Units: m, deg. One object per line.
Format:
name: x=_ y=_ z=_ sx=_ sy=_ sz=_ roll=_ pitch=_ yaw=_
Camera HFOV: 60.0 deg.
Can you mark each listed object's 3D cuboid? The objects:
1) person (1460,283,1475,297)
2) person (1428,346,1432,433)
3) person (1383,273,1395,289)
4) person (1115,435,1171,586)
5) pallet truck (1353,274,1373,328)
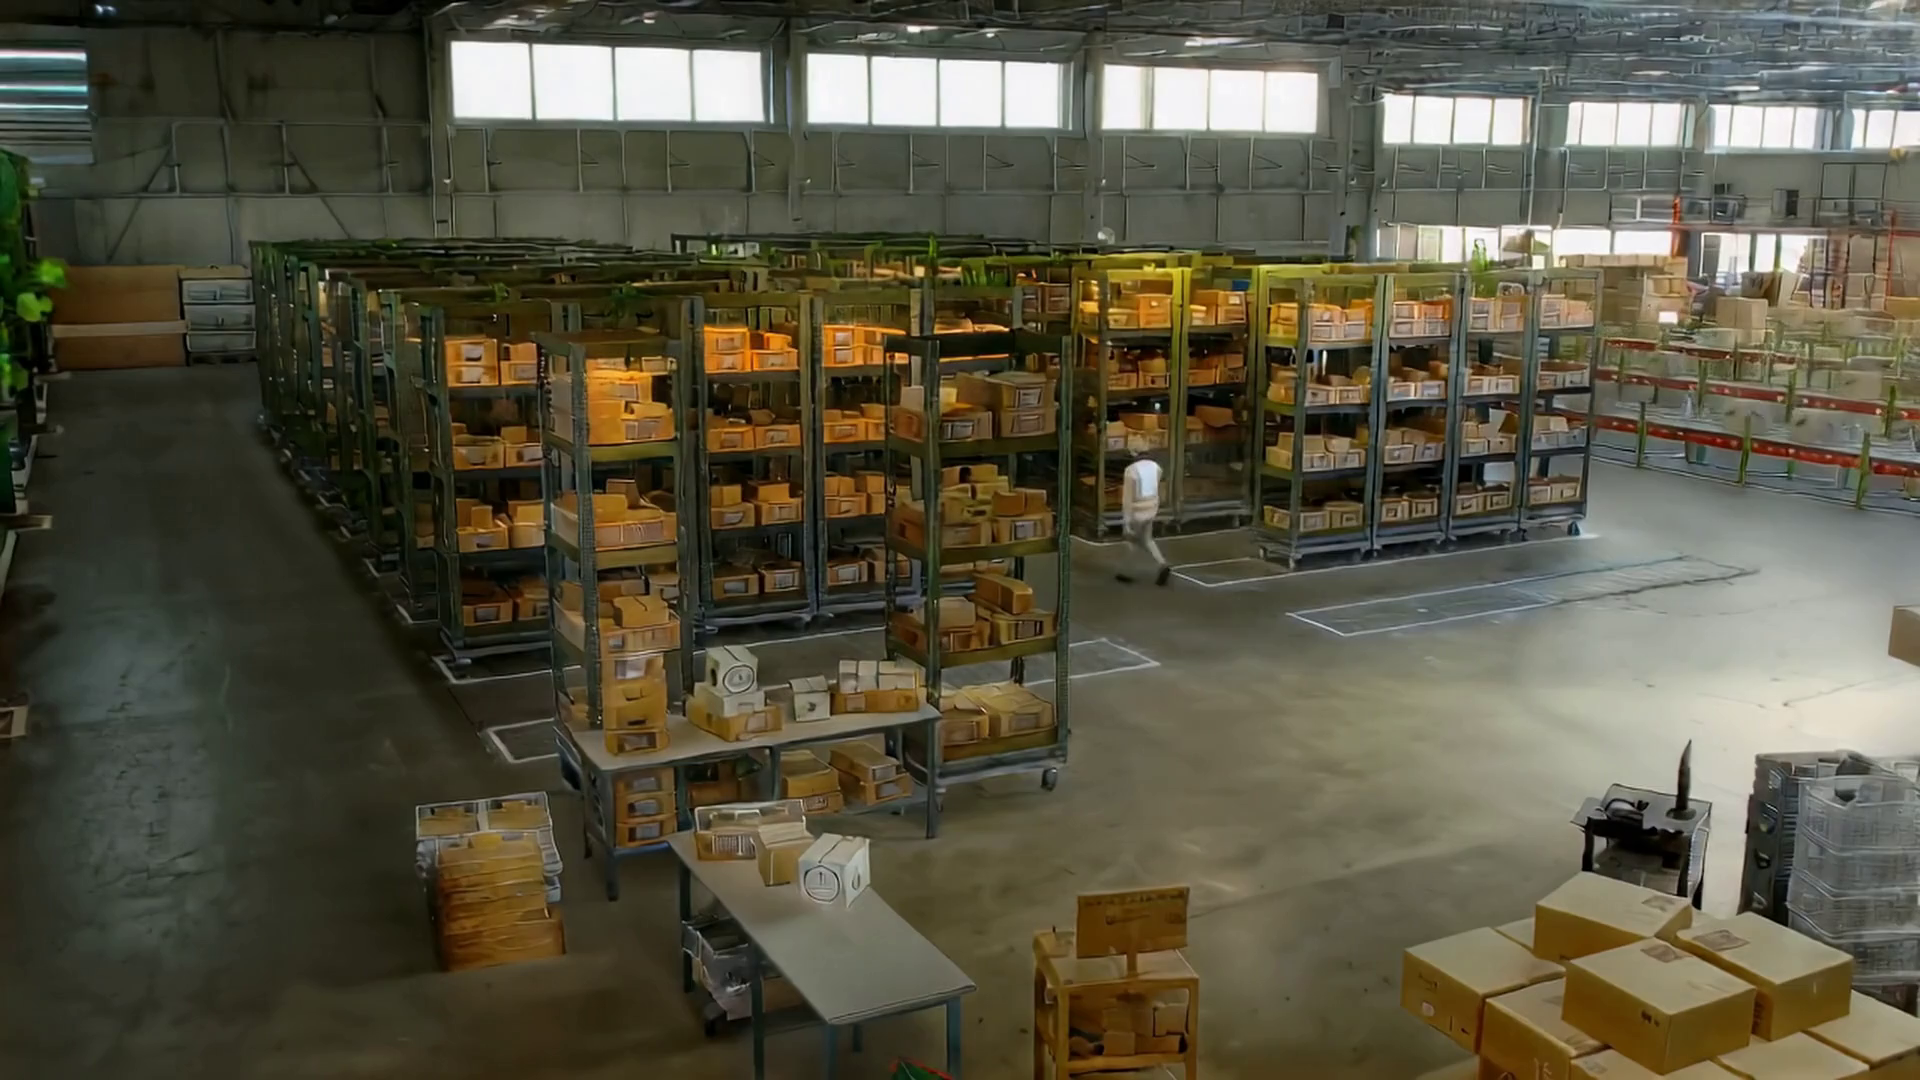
person: x=15.590 y=-7.249 z=51.390 sx=0.607 sy=2.044 sz=0.372 roll=-4 pitch=13 yaw=-18
person: x=8.243 y=-2.432 z=29.135 sx=0.436 sy=1.934 sz=0.628 roll=0 pitch=12 yaw=-1
person: x=13.687 y=-7.652 z=53.596 sx=0.399 sy=1.909 sz=0.642 roll=-8 pitch=15 yaw=-34
person: x=2.155 y=-0.331 z=19.574 sx=0.598 sy=1.814 sz=0.747 roll=-8 pitch=14 yaw=-32
pallet truck: x=13.011 y=-8.050 z=55.243 sx=0.823 sy=1.965 sz=1.885 roll=-7 pitch=14 yaw=-28
